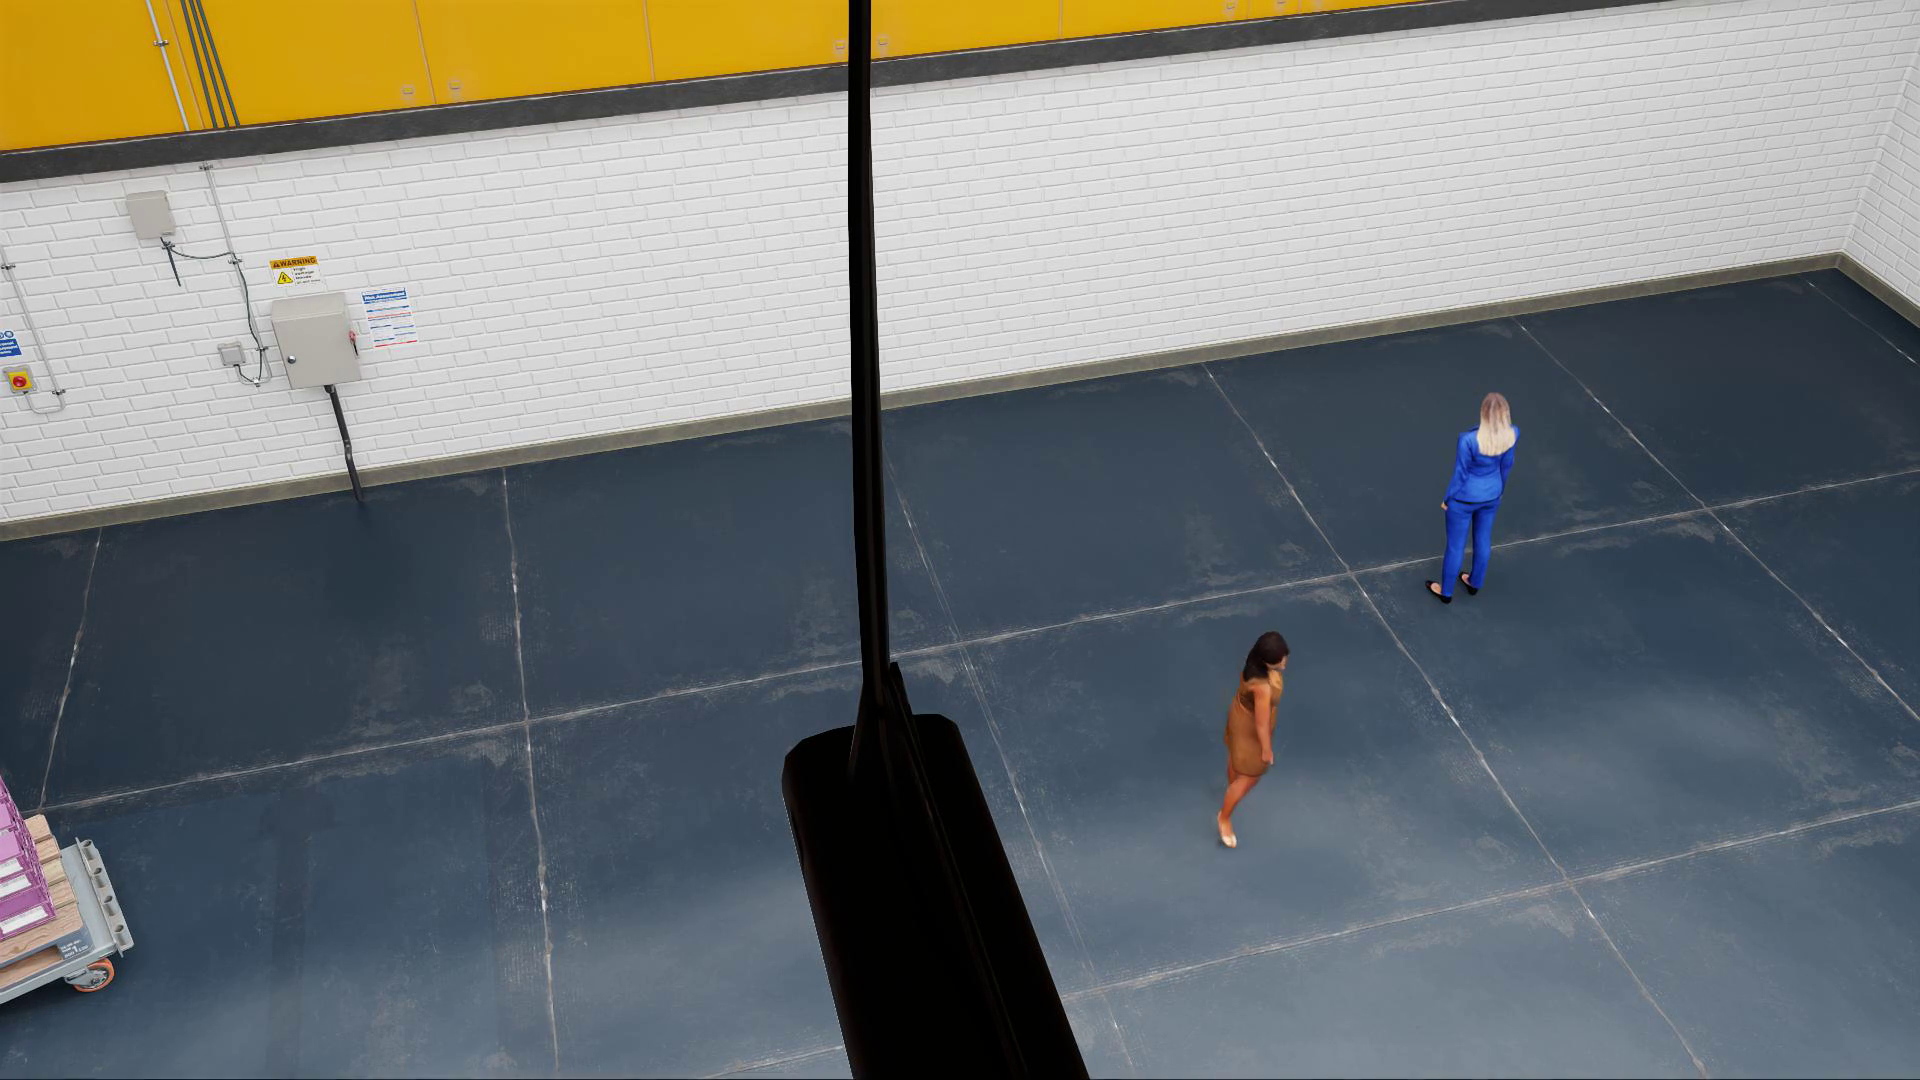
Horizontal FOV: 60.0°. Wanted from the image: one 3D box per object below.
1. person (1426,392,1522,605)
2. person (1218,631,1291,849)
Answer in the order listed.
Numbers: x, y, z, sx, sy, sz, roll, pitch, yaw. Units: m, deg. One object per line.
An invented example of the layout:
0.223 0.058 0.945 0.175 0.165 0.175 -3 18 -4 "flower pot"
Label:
3.580 -0.290 11.540 0.613 1.699 0.533 -11 40 -13 "person"
1.713 1.063 9.874 0.801 1.664 0.598 -4 39 -6 "person"
